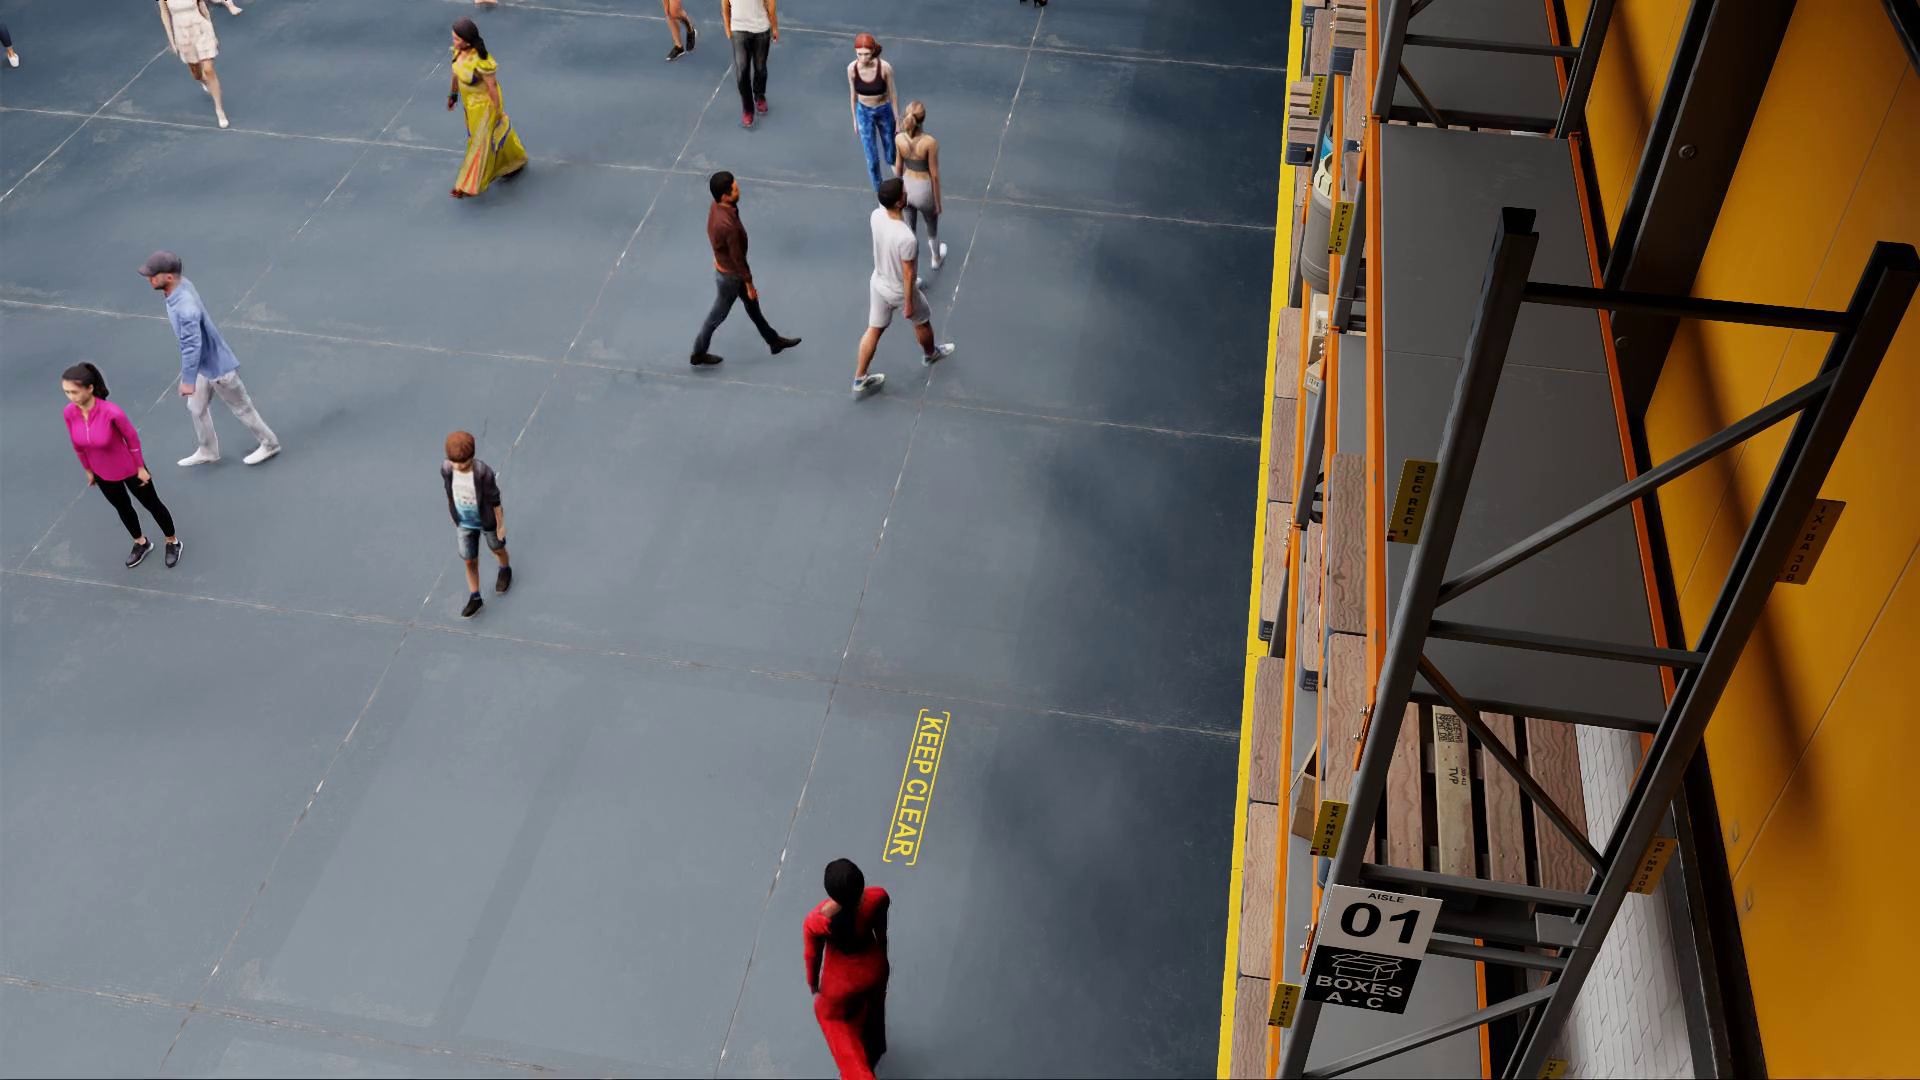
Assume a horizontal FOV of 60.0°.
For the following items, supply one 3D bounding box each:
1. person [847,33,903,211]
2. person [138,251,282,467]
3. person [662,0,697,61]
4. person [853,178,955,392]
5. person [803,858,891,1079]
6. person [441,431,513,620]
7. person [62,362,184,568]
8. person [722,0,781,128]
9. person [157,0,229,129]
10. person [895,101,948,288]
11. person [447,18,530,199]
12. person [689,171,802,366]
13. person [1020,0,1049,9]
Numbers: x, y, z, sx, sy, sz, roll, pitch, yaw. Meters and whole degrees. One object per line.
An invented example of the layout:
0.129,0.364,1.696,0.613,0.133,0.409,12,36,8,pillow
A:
-0.728,-3.711,14.690,0.642,1.763,0.983,2,44,2,person
-5.354,-1.318,12.101,1.071,1.858,1.008,-28,50,-26,person
-2.885,-5.793,16.819,0.709,1.831,0.758,18,47,18,person
-0.576,-1.912,12.760,1.294,1.809,1.176,-30,51,-27,person
-0.513,2.256,8.417,0.855,1.776,0.942,-18,47,-18,person
-3.230,-0.191,11.229,0.565,1.430,0.804,5,44,6,person
-5.747,-0.499,11.365,0.619,1.698,0.600,1,44,1,person
-2.013,-4.945,15.969,0.820,1.785,0.926,-9,44,-10,person
-7.307,-4.808,15.862,0.836,1.724,0.943,-19,47,-19,person
-0.379,-2.786,13.774,0.722,1.677,1.014,14,45,15,person
-4.251,-3.968,15.061,1.279,1.623,1.177,-31,52,-28,person
-1.876,-2.044,12.955,1.038,1.731,1.192,-10,44,-10,person
0.774,-6.498,17.670,0.604,1.677,0.572,22,48,22,person
